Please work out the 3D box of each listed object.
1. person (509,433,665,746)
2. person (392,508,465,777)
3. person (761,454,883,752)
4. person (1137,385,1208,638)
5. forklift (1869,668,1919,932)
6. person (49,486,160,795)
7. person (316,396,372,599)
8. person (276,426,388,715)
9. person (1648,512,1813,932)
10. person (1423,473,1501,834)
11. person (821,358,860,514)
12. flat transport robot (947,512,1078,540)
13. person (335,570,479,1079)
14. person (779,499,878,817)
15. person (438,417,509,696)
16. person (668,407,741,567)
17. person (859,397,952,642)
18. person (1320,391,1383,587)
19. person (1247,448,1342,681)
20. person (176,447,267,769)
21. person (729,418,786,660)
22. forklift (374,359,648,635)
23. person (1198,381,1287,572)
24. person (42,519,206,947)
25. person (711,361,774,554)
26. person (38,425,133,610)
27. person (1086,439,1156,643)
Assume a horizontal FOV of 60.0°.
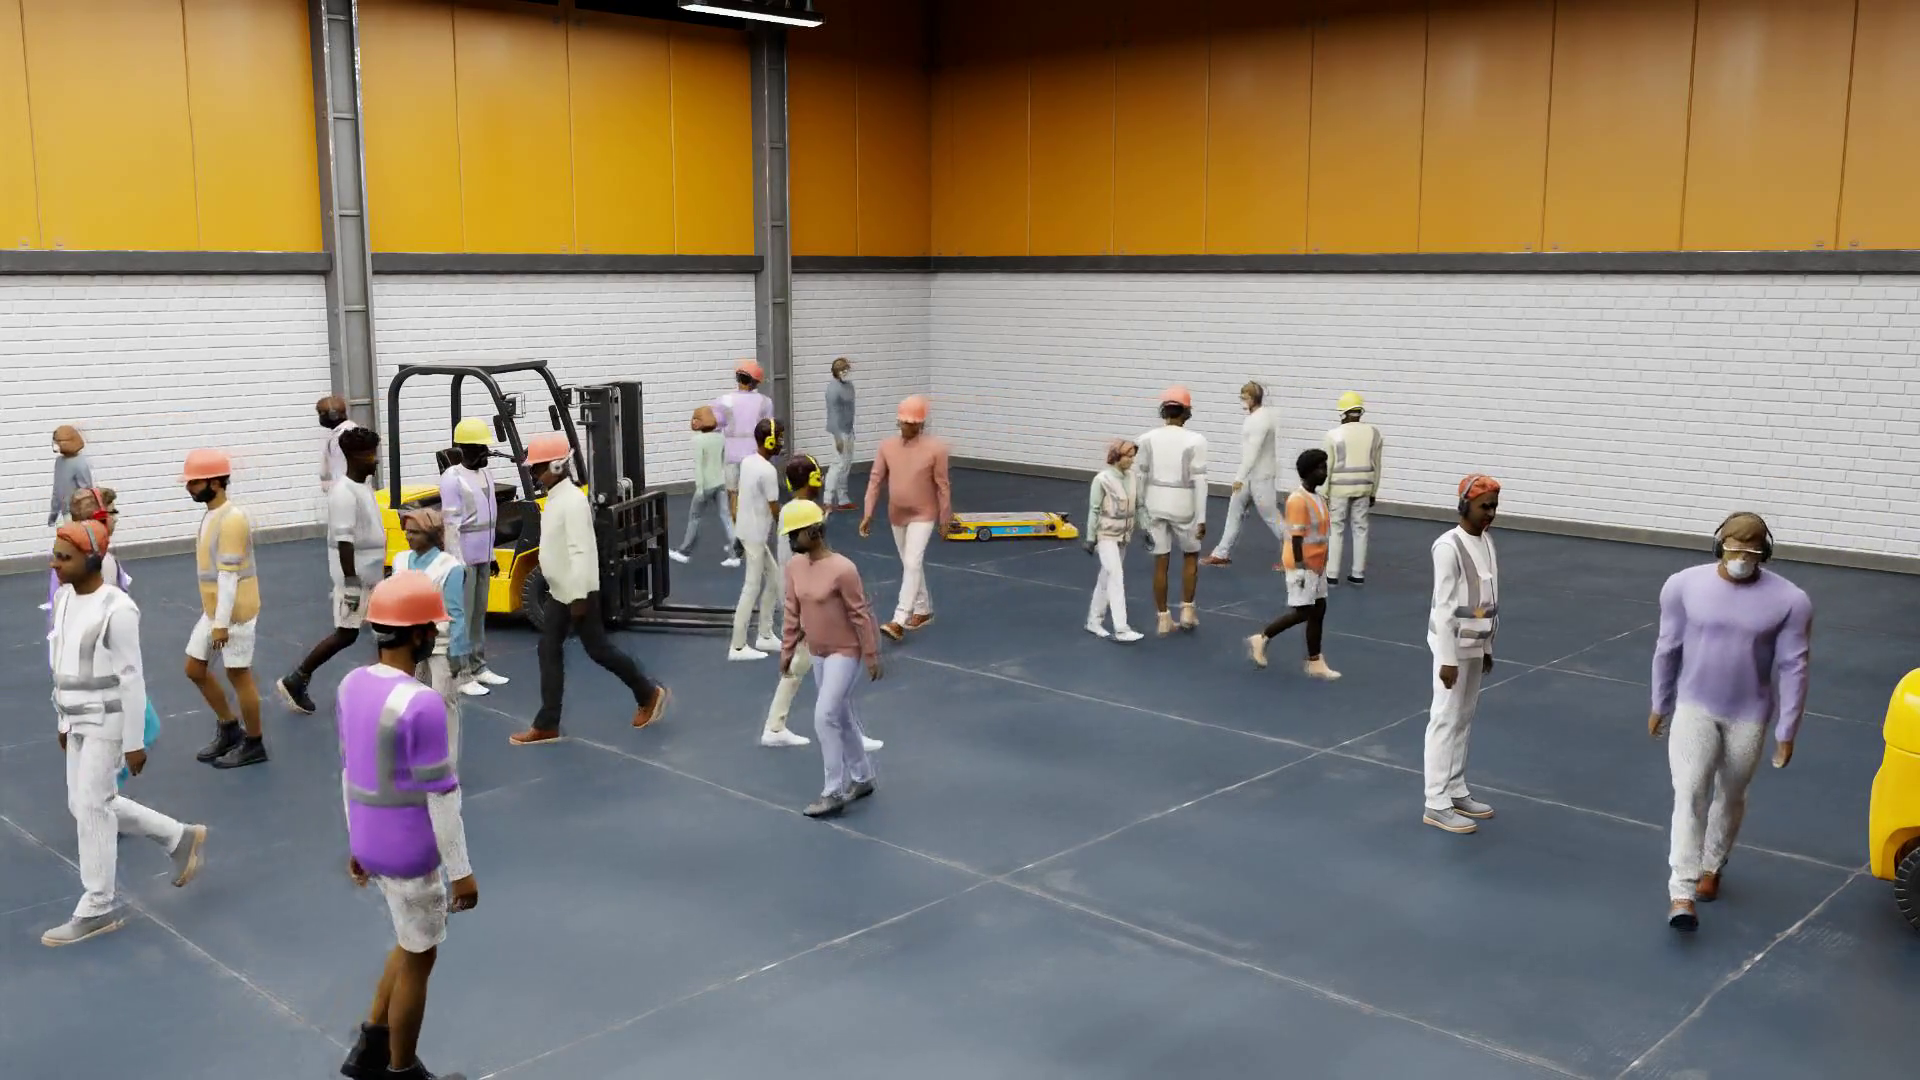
[{"bbox_3d":[-2.342,0.291,10.431,0.968,1.951,0.659,-5,10,-28],"label":"person"},{"bbox_3d":[-2.982,0.625,9.319,0.536,1.626,0.371,4,10,25],"label":"person"},{"bbox_3d":[-0.889,0.394,10.198,0.718,1.821,0.563,-3,10,-17],"label":"person"},{"bbox_3d":[1.723,-0.231,13.410,0.626,2.011,0.618,4,10,25],"label":"person"},{"bbox_3d":[5.205,0.723,7.013,2.313,2.155,1.214,9,13,43],"label":"forklift"},{"bbox_3d":[-4.453,0.638,8.615,0.605,1.831,0.435,8,12,40],"label":"person"},{"bbox_3d":[-5.509,-0.380,14.912,0.432,1.822,0.651,-2,9,-11],"label":"person"},{"bbox_3d":[-4.042,0.220,10.965,0.910,1.919,0.607,-1,9,-5],"label":"person"},{"bbox_3d":[3.419,0.809,7.438,0.638,1.877,1.041,4,10,24],"label":"person"},{"bbox_3d":[2.669,0.584,8.809,0.356,1.885,0.573,7,12,37],"label":"person"},{"bbox_3d":[-1.451,-1.256,20.097,0.378,1.894,0.709,2,10,14],"label":"person"},{"bbox_3d":[0.536,-0.164,18.328,1.431,0.197,0.652,-1,9,-7],"label":"flat transport robot"},{"bbox_3d":[-1.900,1.058,5.775,0.399,1.920,0.559,-9,13,-43],"label":"person"},{"bbox_3d":[-0.715,0.630,9.008,0.703,1.724,0.540,-8,12,-42],"label":"person"},{"bbox_3d":[-3.389,0.105,11.612,0.382,1.928,0.587,2,9,12],"label":"person"},{"bbox_3d":[-2.526,-0.527,16.529,0.853,1.583,0.520,6,11,32],"label":"person"},{"bbox_3d":[-0.452,-0.171,13.260,0.640,1.927,1.055,5,10,28],"label":"person"},{"bbox_3d":[3.612,-0.465,15.450,0.601,1.823,0.403,-2,9,-11],"label":"person"},{"bbox_3d":[2.439,0.170,11.934,0.584,1.684,0.538,6,11,34],"label":"person"},{"bbox_3d":[-4.360,0.415,9.758,0.500,1.921,0.543,-8,12,-40],"label":"person"},{"bbox_3d":[-1.462,0.001,12.535,0.685,1.832,0.530,-4,10,-21],"label":"person"},{"bbox_3d":[-3.850,-0.407,13.936,2.313,2.155,1.214,2,9,11],"label":"forklift"},{"bbox_3d":[2.897,-0.613,16.203,1.017,1.882,0.619,0,9,1],"label":"person"},{"bbox_3d":[-3.782,0.819,7.426,0.585,1.866,0.713,8,12,39],"label":"person"},{"bbox_3d":[-2.261,-0.850,17.273,0.696,2.002,0.436,-4,10,-21],"label":"person"},{"bbox_3d":[-7.754,-0.231,14.673,0.498,1.597,0.812,8,13,42],"label":"person"},{"bbox_3d":[1.292,0.011,13.173,0.783,1.601,0.517,9,13,43],"label":"person"}]
